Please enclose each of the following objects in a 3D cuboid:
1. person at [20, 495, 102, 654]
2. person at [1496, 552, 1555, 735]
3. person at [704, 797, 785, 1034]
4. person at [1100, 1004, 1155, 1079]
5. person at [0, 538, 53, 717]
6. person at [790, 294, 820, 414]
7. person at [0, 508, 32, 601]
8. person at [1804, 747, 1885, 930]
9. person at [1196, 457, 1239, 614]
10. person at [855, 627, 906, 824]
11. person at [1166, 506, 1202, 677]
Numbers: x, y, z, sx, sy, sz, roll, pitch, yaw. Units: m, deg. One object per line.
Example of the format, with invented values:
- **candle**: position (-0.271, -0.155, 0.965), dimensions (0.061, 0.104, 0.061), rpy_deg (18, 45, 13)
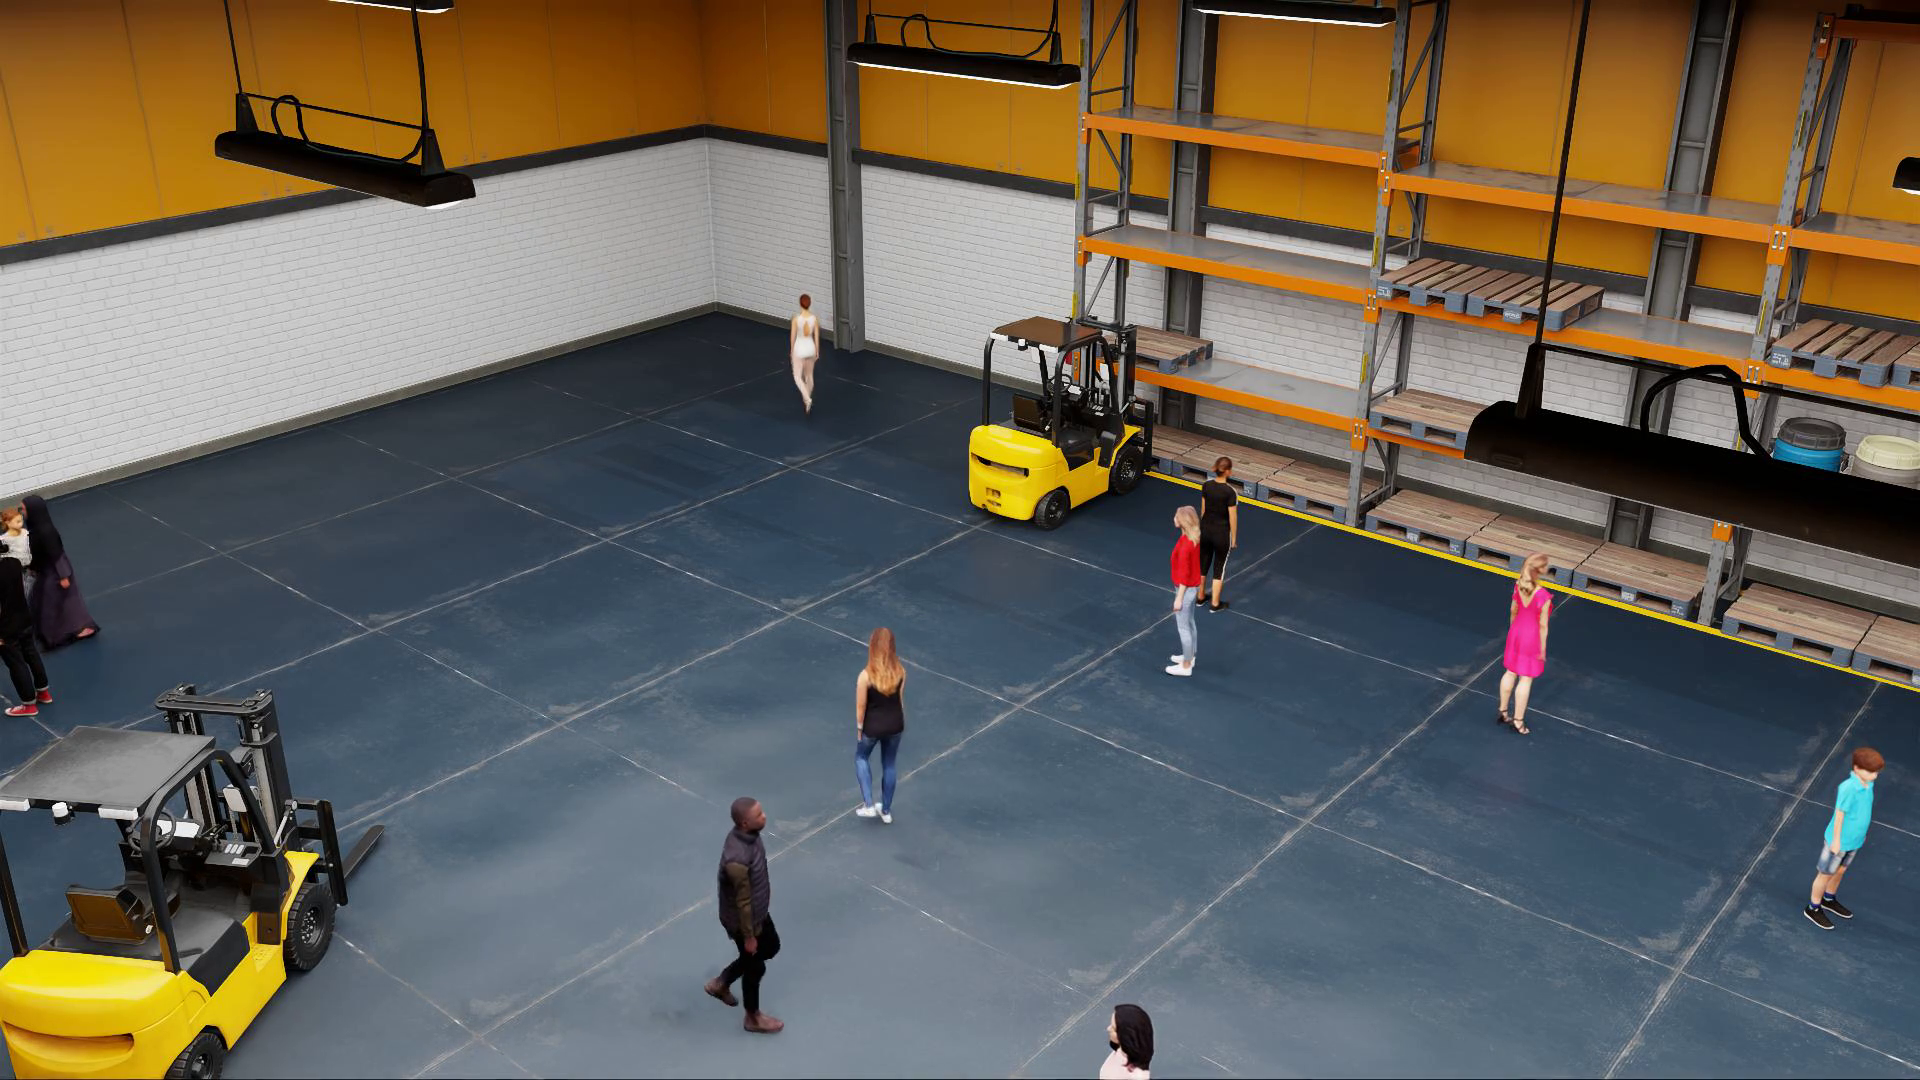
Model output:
- **person**: position (-8.819, 0.281, 16.331), dimensions (0.822, 1.613, 0.931), rpy_deg (-16, 28, -32)
- **person**: position (5.017, 0.898, 14.778), dimensions (0.715, 1.727, 0.610), rpy_deg (-10, 26, -22)
- **person**: position (-1.485, 2.489, 11.012), dimensions (0.973, 1.827, 0.909), rpy_deg (2, 24, 5)
- **person**: position (0.917, 3.304, 9.219), dimensions (0.764, 1.769, 0.722), rpy_deg (0, 24, -1)
- **person**: position (-8.594, 0.753, 15.071), dimensions (0.756, 1.758, 0.727), rpy_deg (2, 24, 5)
- **person**: position (-2.116, -2.537, 22.762), dimensions (0.794, 1.626, 0.994), rpy_deg (-10, 25, -21)
- **person**: position (-9.502, 0.295, 16.708), dimensions (0.923, 1.286, 0.688), rpy_deg (10, 25, 21)
- **person**: position (6.517, 2.154, 12.251), dimensions (0.575, 1.449, 0.566), rpy_deg (-15, 28, -30)
- **person**: position (2.620, -0.068, 17.060), dimensions (0.469, 1.669, 0.646), rpy_deg (21, 31, 39)
- **person**: position (-0.597, 1.538, 13.340), dimensions (0.692, 1.705, 0.722), rpy_deg (-11, 26, -23)
- **person**: position (2.141, 0.480, 15.764), dimensions (0.638, 1.702, 0.685), rpy_deg (8, 25, 18)
